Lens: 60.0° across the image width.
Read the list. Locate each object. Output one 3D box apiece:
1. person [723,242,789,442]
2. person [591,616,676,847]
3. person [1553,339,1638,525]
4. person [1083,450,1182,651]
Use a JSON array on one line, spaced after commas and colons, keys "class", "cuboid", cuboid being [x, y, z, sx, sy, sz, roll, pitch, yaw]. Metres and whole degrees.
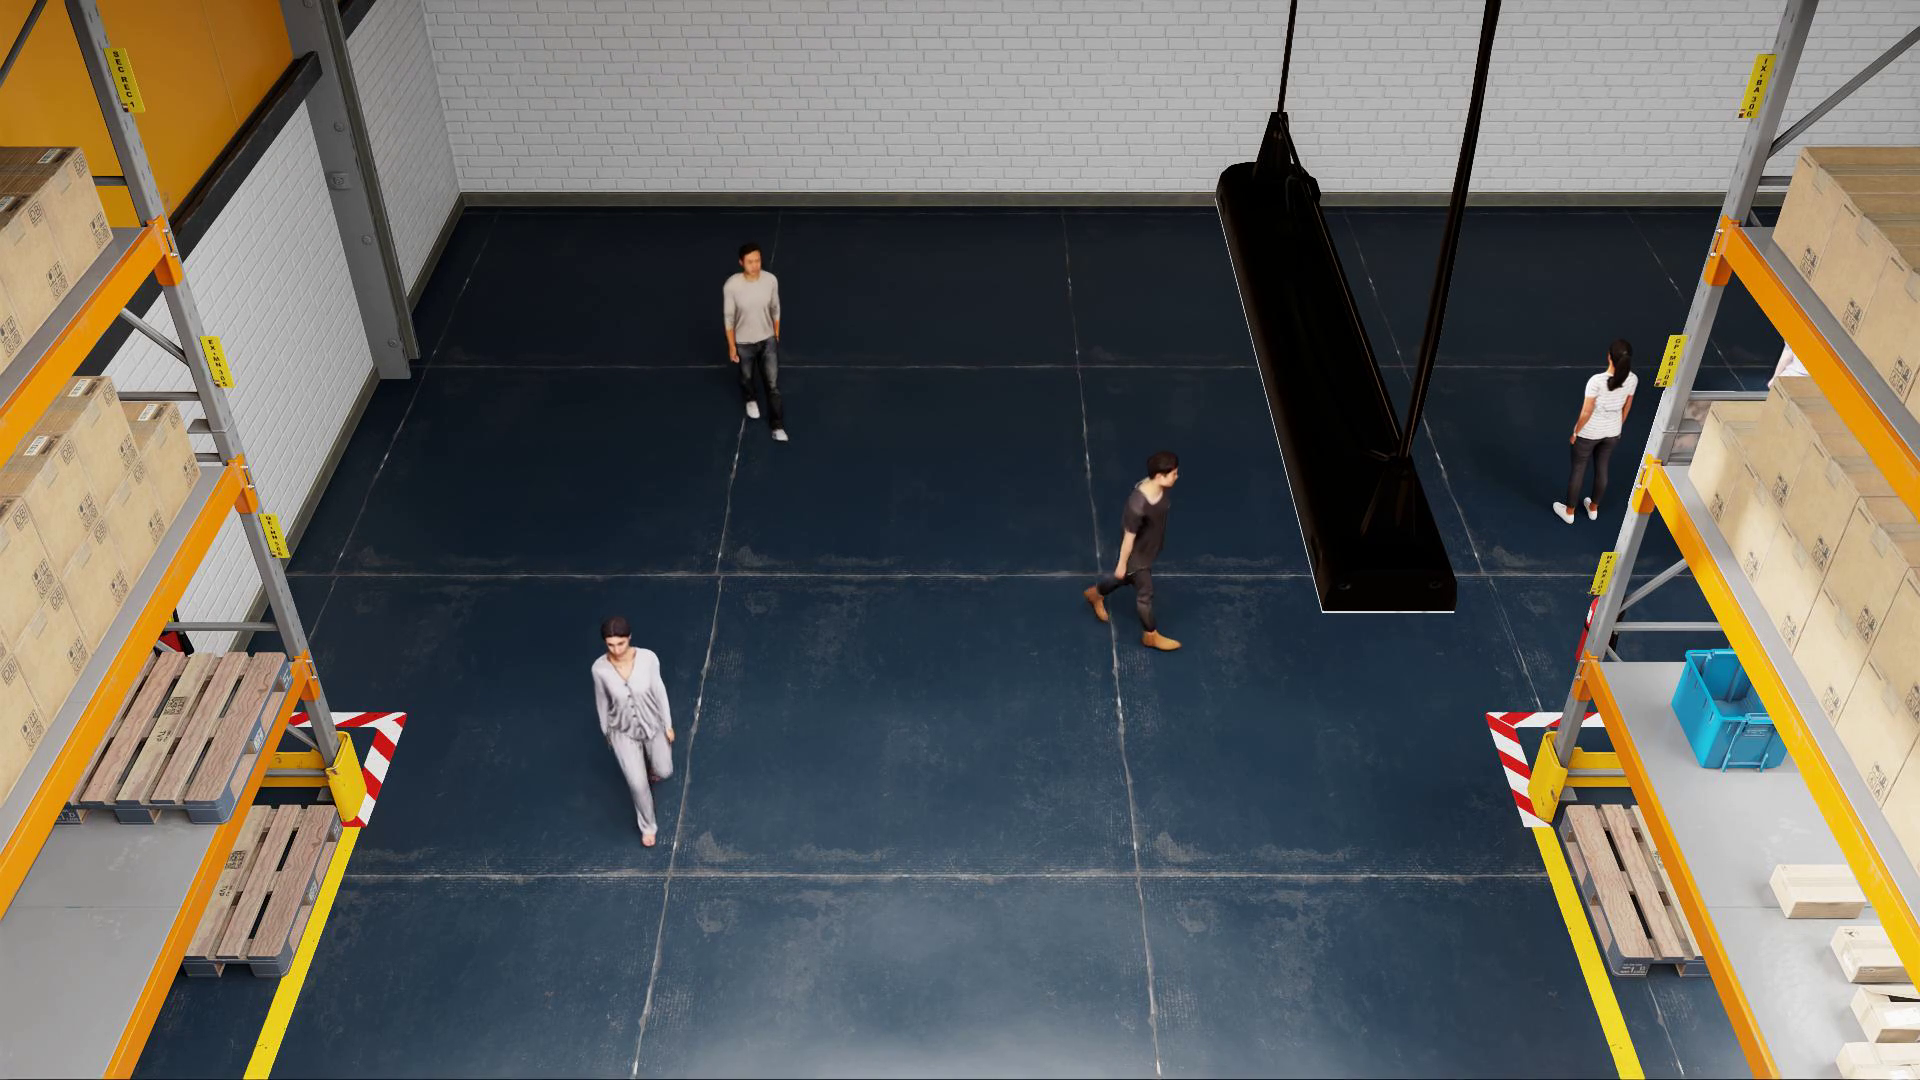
[{"class": "person", "cuboid": [-1.781, -1.741, 14.091, 0.891, 1.764, 1.202, -12, 40, -14]}, {"class": "person", "cuboid": [-2.040, 1.121, 10.516, 0.732, 1.755, 0.939, -8, 39, -10]}, {"class": "person", "cuboid": [5.020, -0.857, 13.080, 0.602, 1.645, 0.564, -6, 39, -8]}, {"class": "person", "cuboid": [1.210, 0.023, 11.948, 1.043, 1.682, 1.123, 21, 43, 24]}]
